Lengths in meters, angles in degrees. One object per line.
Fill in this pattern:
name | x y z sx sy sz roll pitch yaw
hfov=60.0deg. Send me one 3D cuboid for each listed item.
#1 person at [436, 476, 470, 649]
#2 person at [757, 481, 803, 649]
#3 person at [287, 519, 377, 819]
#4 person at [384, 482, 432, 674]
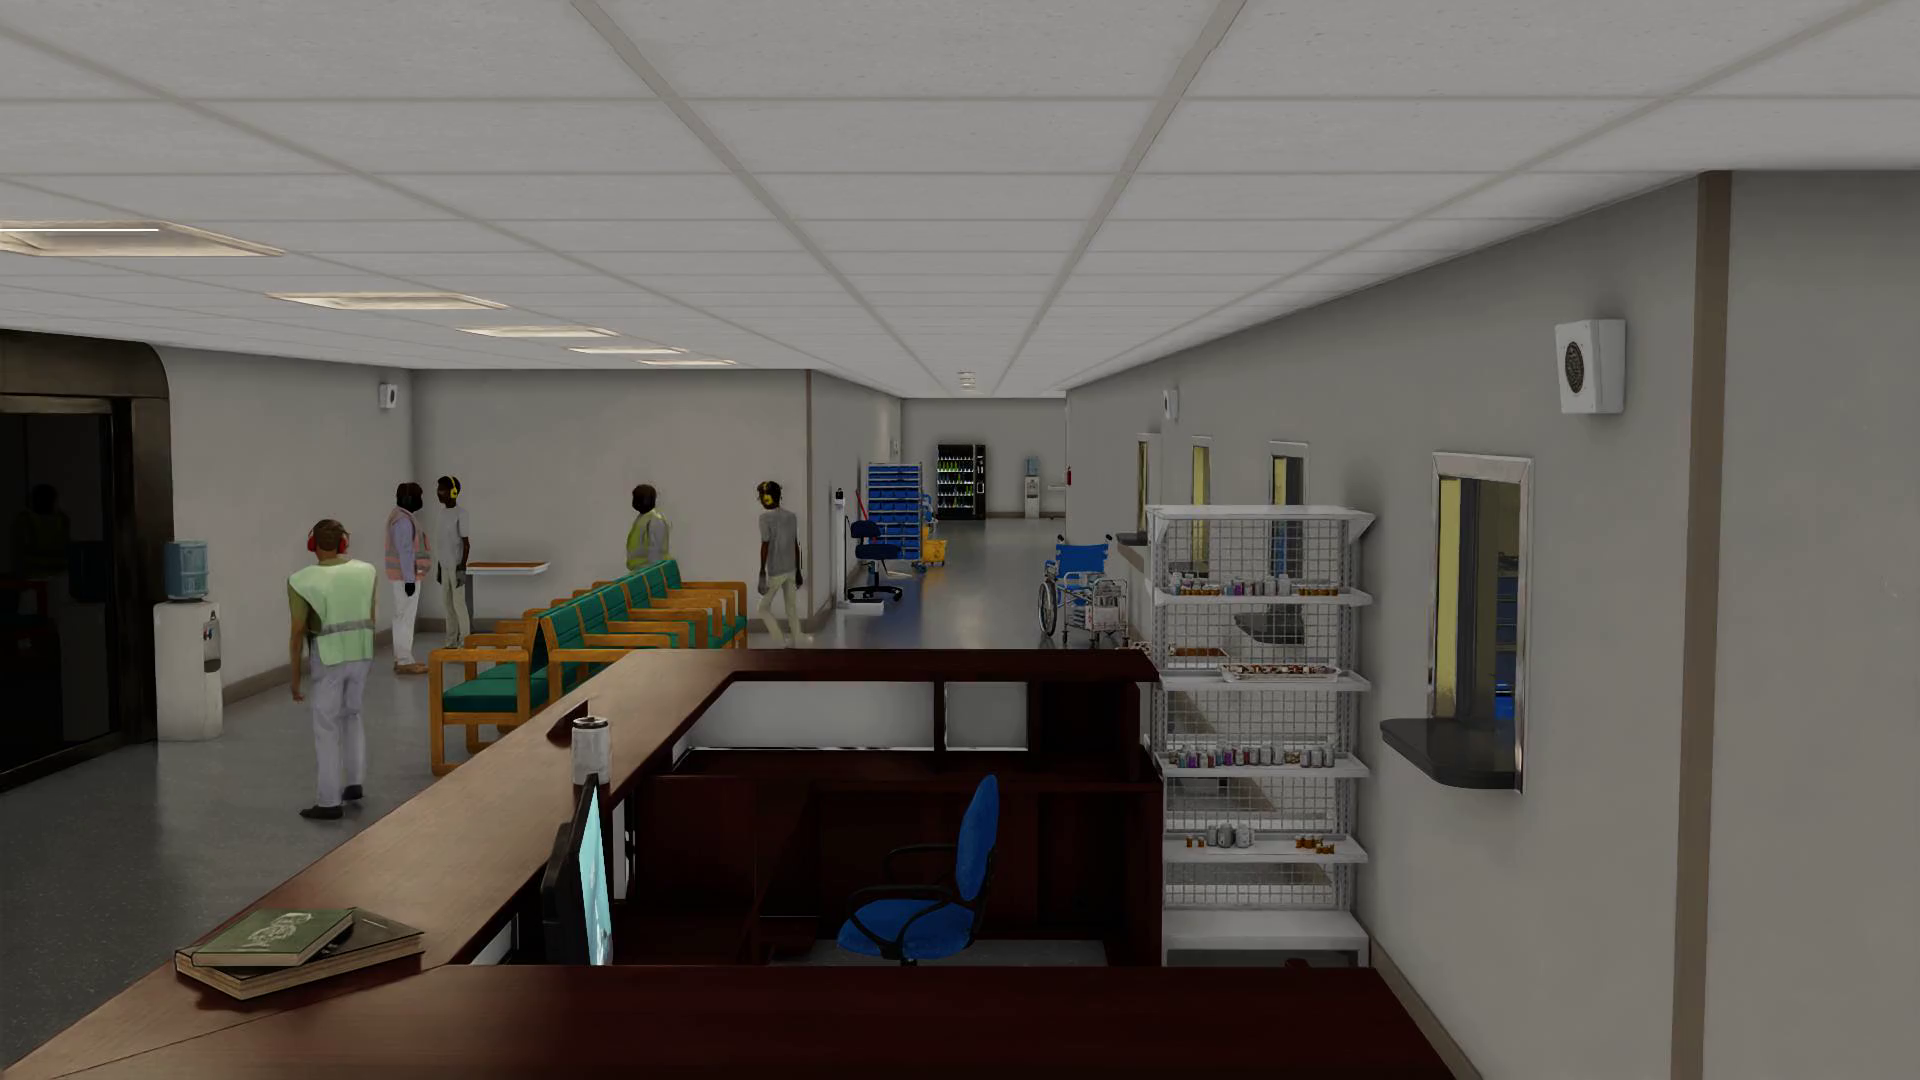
person | -5.159 0.286 16.842 0.511 1.872 0.329 4 6 44
person | -1.754 0.340 16.304 0.503 1.835 0.656 4 5 41
person | -3.843 0.781 10.276 0.569 1.812 0.607 4 6 43
person | -5.295 0.363 15.978 0.429 1.839 0.634 -2 4 -22
